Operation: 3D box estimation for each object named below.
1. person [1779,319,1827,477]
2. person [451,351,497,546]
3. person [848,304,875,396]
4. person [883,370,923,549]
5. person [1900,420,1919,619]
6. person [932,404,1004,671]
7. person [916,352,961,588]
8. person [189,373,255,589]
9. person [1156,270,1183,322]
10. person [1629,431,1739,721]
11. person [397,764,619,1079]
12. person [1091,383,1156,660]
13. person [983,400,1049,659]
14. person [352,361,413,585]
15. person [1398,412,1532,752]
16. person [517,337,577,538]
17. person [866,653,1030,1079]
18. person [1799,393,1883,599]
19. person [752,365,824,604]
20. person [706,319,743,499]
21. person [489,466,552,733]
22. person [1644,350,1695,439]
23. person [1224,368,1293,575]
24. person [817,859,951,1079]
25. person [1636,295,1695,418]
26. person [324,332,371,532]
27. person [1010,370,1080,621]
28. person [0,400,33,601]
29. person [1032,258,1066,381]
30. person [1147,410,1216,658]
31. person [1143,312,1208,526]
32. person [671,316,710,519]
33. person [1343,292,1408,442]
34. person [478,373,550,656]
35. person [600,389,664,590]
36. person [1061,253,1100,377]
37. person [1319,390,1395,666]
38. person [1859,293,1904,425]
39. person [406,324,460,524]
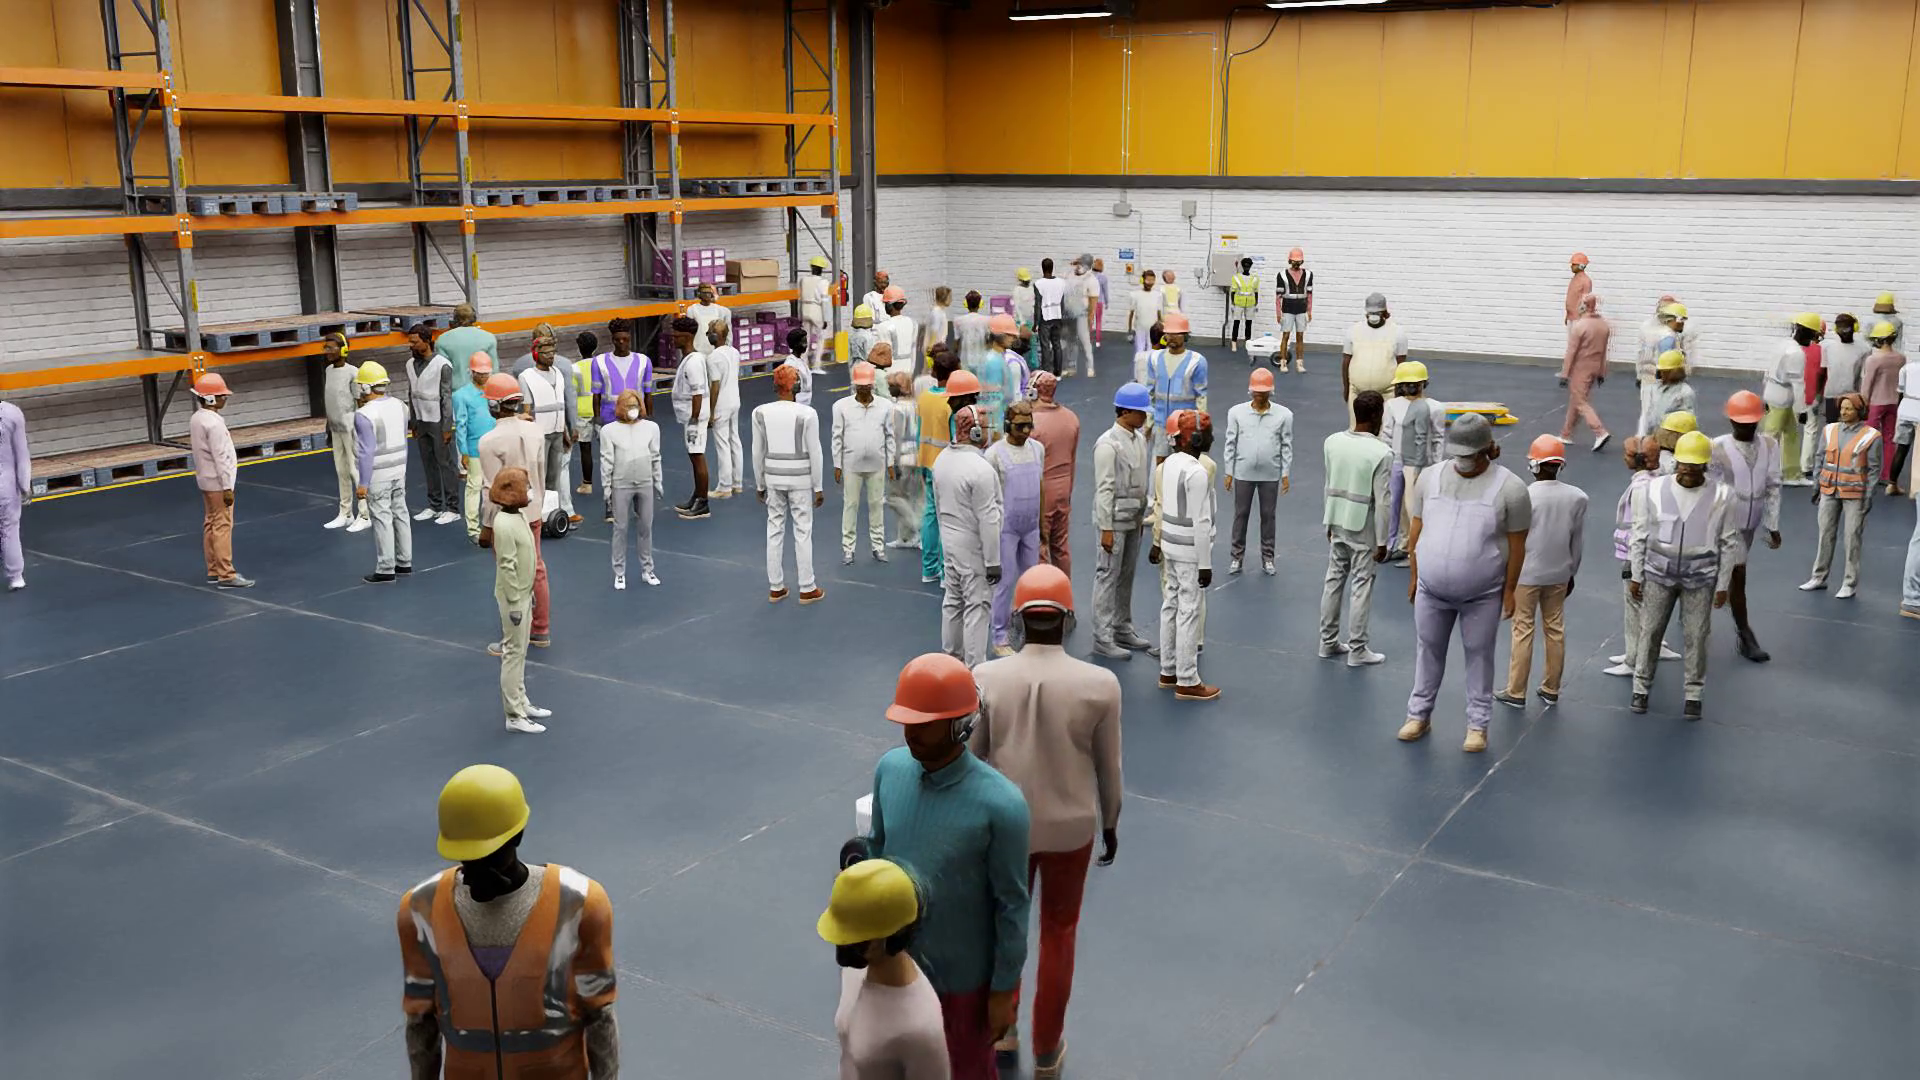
[{"bbox_3d":[9.283,-1.561,18.246,0.576,1.737,0.354,8,15,32],"label":"person"},{"bbox_3d":[-4.308,-0.836,15.067,0.323,1.749,0.560,8,15,31],"label":"person"},{"bbox_3d":[-1.146,-1.937,19.861,0.296,1.745,0.485,-9,16,-35],"label":"person"},{"bbox_3d":[-0.501,-0.698,14.760,0.394,1.623,0.517,4,14,17],"label":"person"},{"bbox_3d":[7.415,-0.394,12.617,0.381,1.994,0.621,8,15,32],"label":"person"},{"bbox_3d":[0.086,0.071,10.794,0.410,1.909,0.643,-8,15,-30],"label":"person"},{"bbox_3d":[-0.136,-0.569,13.542,0.376,1.917,0.600,-9,16,-35],"label":"person"},{"bbox_3d":[-6.026,-0.484,13.531,0.331,1.750,0.573,-11,17,-39],"label":"person"},{"bbox_3d":[3.478,-3.691,27.785,0.507,1.600,0.871,-2,13,-10],"label":"person"},{"bbox_3d":[4.483,0.218,10.349,0.593,1.822,0.403,7,15,27],"label":"person"},{"bbox_3d":[-1.223,1.510,4.547,0.585,1.915,0.398,0,13,0],"label":"person"},{"bbox_3d":[1.139,-0.135,11.622,0.419,1.939,0.606,8,15,32],"label":"person"},{"bbox_3d":[0.388,-0.069,11.562,0.518,1.836,0.347,-9,16,-35],"label":"person"},{"bbox_3d":[-4.752,-0.548,13.635,0.403,1.835,0.588,4,14,16],"label":"person"},{"bbox_3d":[2.943,0.236,9.782,0.680,2.000,0.536,9,15,33],"label":"person"},{"bbox_3d":[-3.840,-0.960,15.398,0.387,1.846,0.566,6,14,24],"label":"person"},{"bbox_3d":[-0.065,1.311,5.220,0.608,1.995,0.377,10,16,36],"label":"person"},{"bbox_3d":[7.038,-0.360,13.246,0.306,1.639,0.522,-8,15,-30],"label":"person"},{"bbox_3d":[-1.336,-0.433,13.023,0.574,1.886,0.355,4,14,16],"label":"person"},{"bbox_3d":[-2.432,-1.335,17.026,0.345,1.847,0.506,6,14,24],"label":"person"},{"bbox_3d":[-2.693,0.355,10.154,0.286,1.636,0.498,-1,13,-6],"label":"person"},{"bbox_3d":[6.676,-0.931,15.552,0.580,1.720,0.511,-6,14,-23],"label":"person"},{"bbox_3d":[2.490,-0.572,13.921,0.568,1.749,0.332,2,13,8],"label":"person"},{"bbox_3d":[-0.065,1.617,4.484,0.746,1.732,0.545,-5,14,-21],"label":"person"},{"bbox_3d":[8.385,-1.988,19.816,0.651,1.873,0.935,8,15,31],"label":"person"},{"bbox_3d":[-5.769,-1.013,15.563,0.521,1.877,0.328,8,15,32],"label":"person"},{"bbox_3d":[0.607,-0.320,12.486,0.405,1.911,0.636,12,17,41],"label":"person"},{"bbox_3d":[-7.684,-0.431,13.116,0.655,1.898,0.885,-6,14,-26],"label":"person"},{"bbox_3d":[1.389,-3.423,25.929,0.590,1.916,0.393,-9,16,-34],"label":"person"},{"bbox_3d":[1.522,-0.035,11.589,0.574,1.747,0.332,-11,17,-40],"label":"person"},{"bbox_3d":[2.012,-1.116,15.632,0.609,2.047,0.388,8,15,31],"label":"person"},{"bbox_3d":[-2.605,-1.190,16.131,0.369,1.967,0.601,-3,13,-12],"label":"person"},{"bbox_3d":[4.506,-1.695,18.159,0.685,2.000,0.535,5,14,21],"label":"person"},{"bbox_3d":[-3.140,-0.174,11.656,0.378,1.996,0.611,6,14,26],"label":"person"},{"bbox_3d":[-2.657,-0.418,13.511,0.509,1.631,0.268,-7,15,-27],"label":"person"},{"bbox_3d":[1.841,-3.610,26.465,0.739,2.000,0.534,11,17,39],"label":"person"},{"bbox_3d":[2.720,-0.079,11.446,0.391,1.911,0.586,-9,16,-34],"label":"person"},{"bbox_3d":[12.035,-2.392,21.884,0.504,1.708,0.807,0,13,-1],"label":"person"},{"bbox_3d":[-5.055,-1.120,15.959,0.589,1.911,0.387,8,15,32],"label":"person"}]
